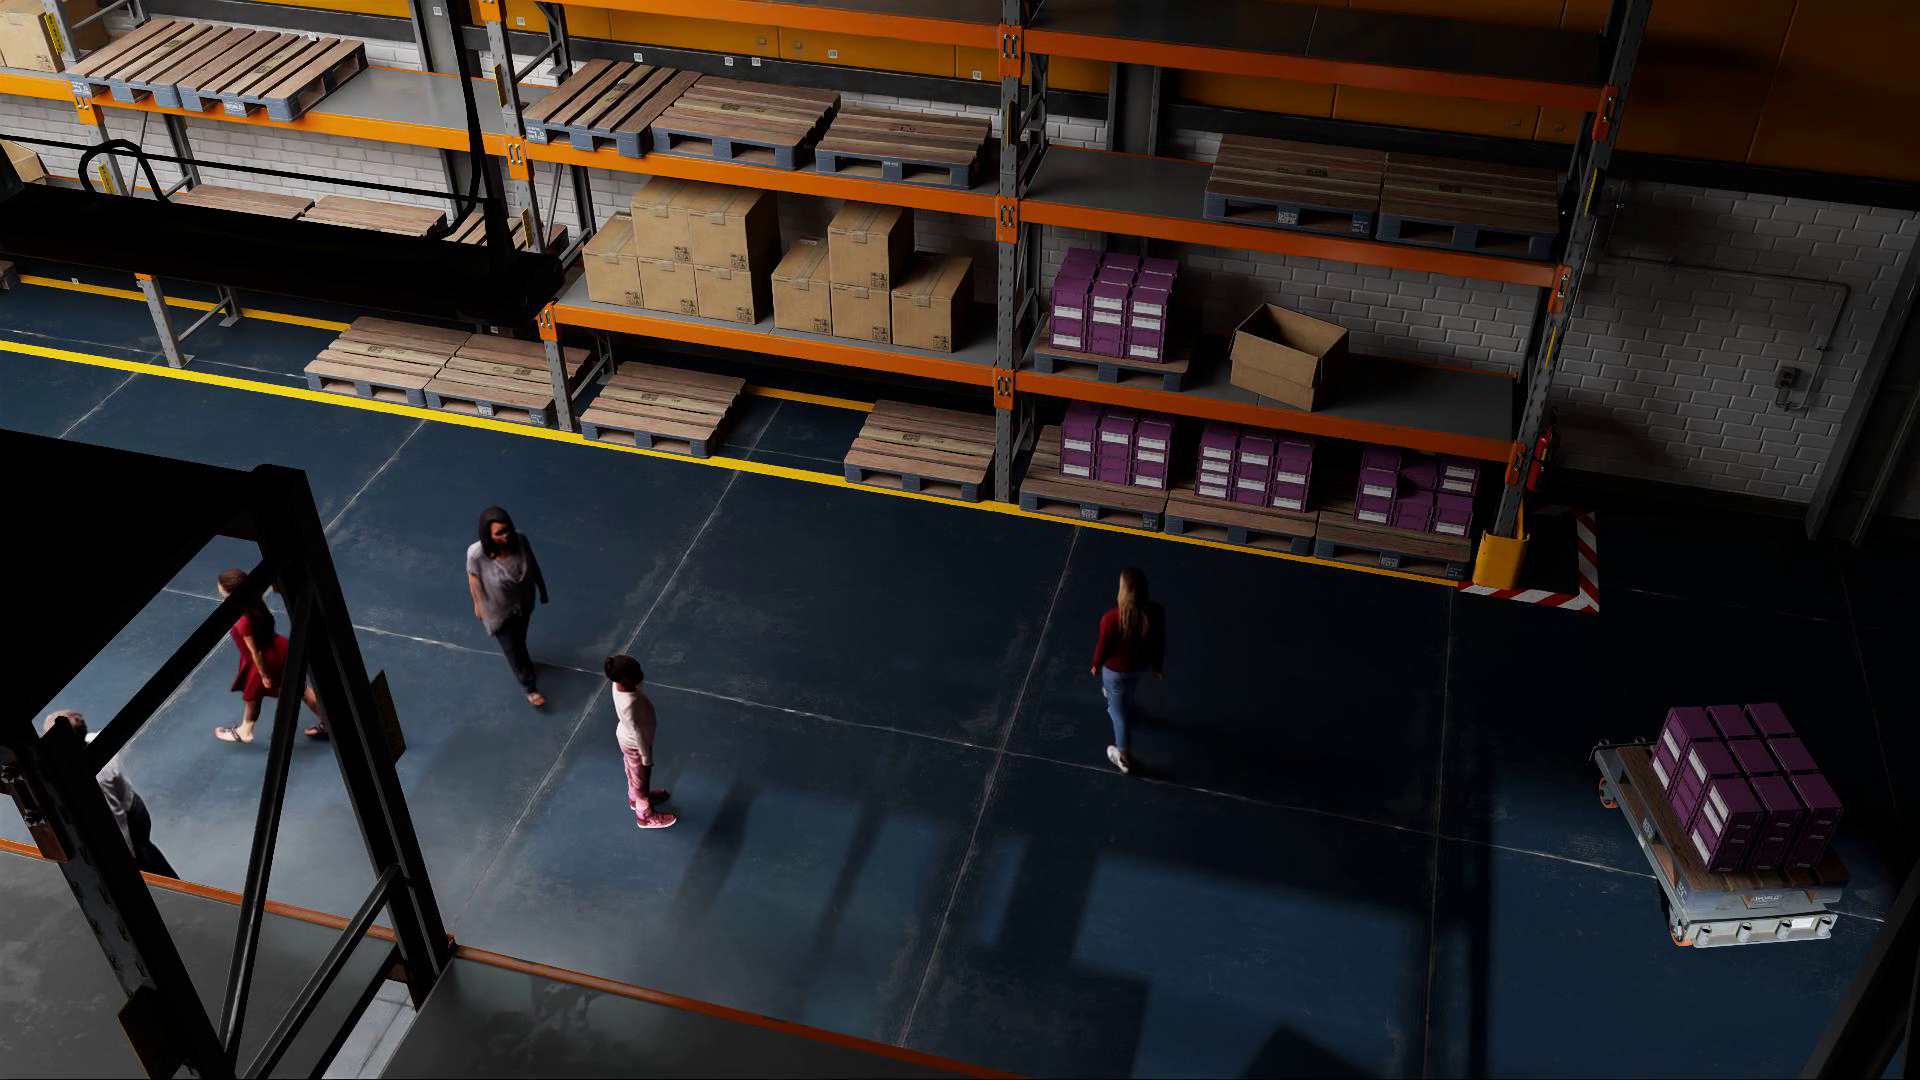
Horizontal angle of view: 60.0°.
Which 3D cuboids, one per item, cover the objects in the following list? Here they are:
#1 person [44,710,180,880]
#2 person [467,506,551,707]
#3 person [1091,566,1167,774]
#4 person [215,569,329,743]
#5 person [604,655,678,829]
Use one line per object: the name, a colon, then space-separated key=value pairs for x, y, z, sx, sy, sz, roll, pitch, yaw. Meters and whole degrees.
person: x=-5.062 y=1.686 z=10.037 sx=0.800 sy=1.814 sz=0.729 roll=-24 pitch=44 yaw=-27
person: x=-3.267 y=0.366 z=11.874 sx=0.891 sy=1.583 sz=1.009 roll=-31 pitch=48 yaw=-33
person: x=1.143 y=0.895 z=11.200 sx=1.026 sy=1.598 sz=1.020 roll=-13 pitch=41 yaw=-16
person: x=-4.663 y=0.821 z=11.364 sx=1.131 sy=1.508 sz=0.785 roll=-2 pitch=39 yaw=-2
person: x=-2.118 y=1.285 z=10.835 sx=0.659 sy=1.443 sz=0.621 roll=-14 pitch=41 yaw=-17
